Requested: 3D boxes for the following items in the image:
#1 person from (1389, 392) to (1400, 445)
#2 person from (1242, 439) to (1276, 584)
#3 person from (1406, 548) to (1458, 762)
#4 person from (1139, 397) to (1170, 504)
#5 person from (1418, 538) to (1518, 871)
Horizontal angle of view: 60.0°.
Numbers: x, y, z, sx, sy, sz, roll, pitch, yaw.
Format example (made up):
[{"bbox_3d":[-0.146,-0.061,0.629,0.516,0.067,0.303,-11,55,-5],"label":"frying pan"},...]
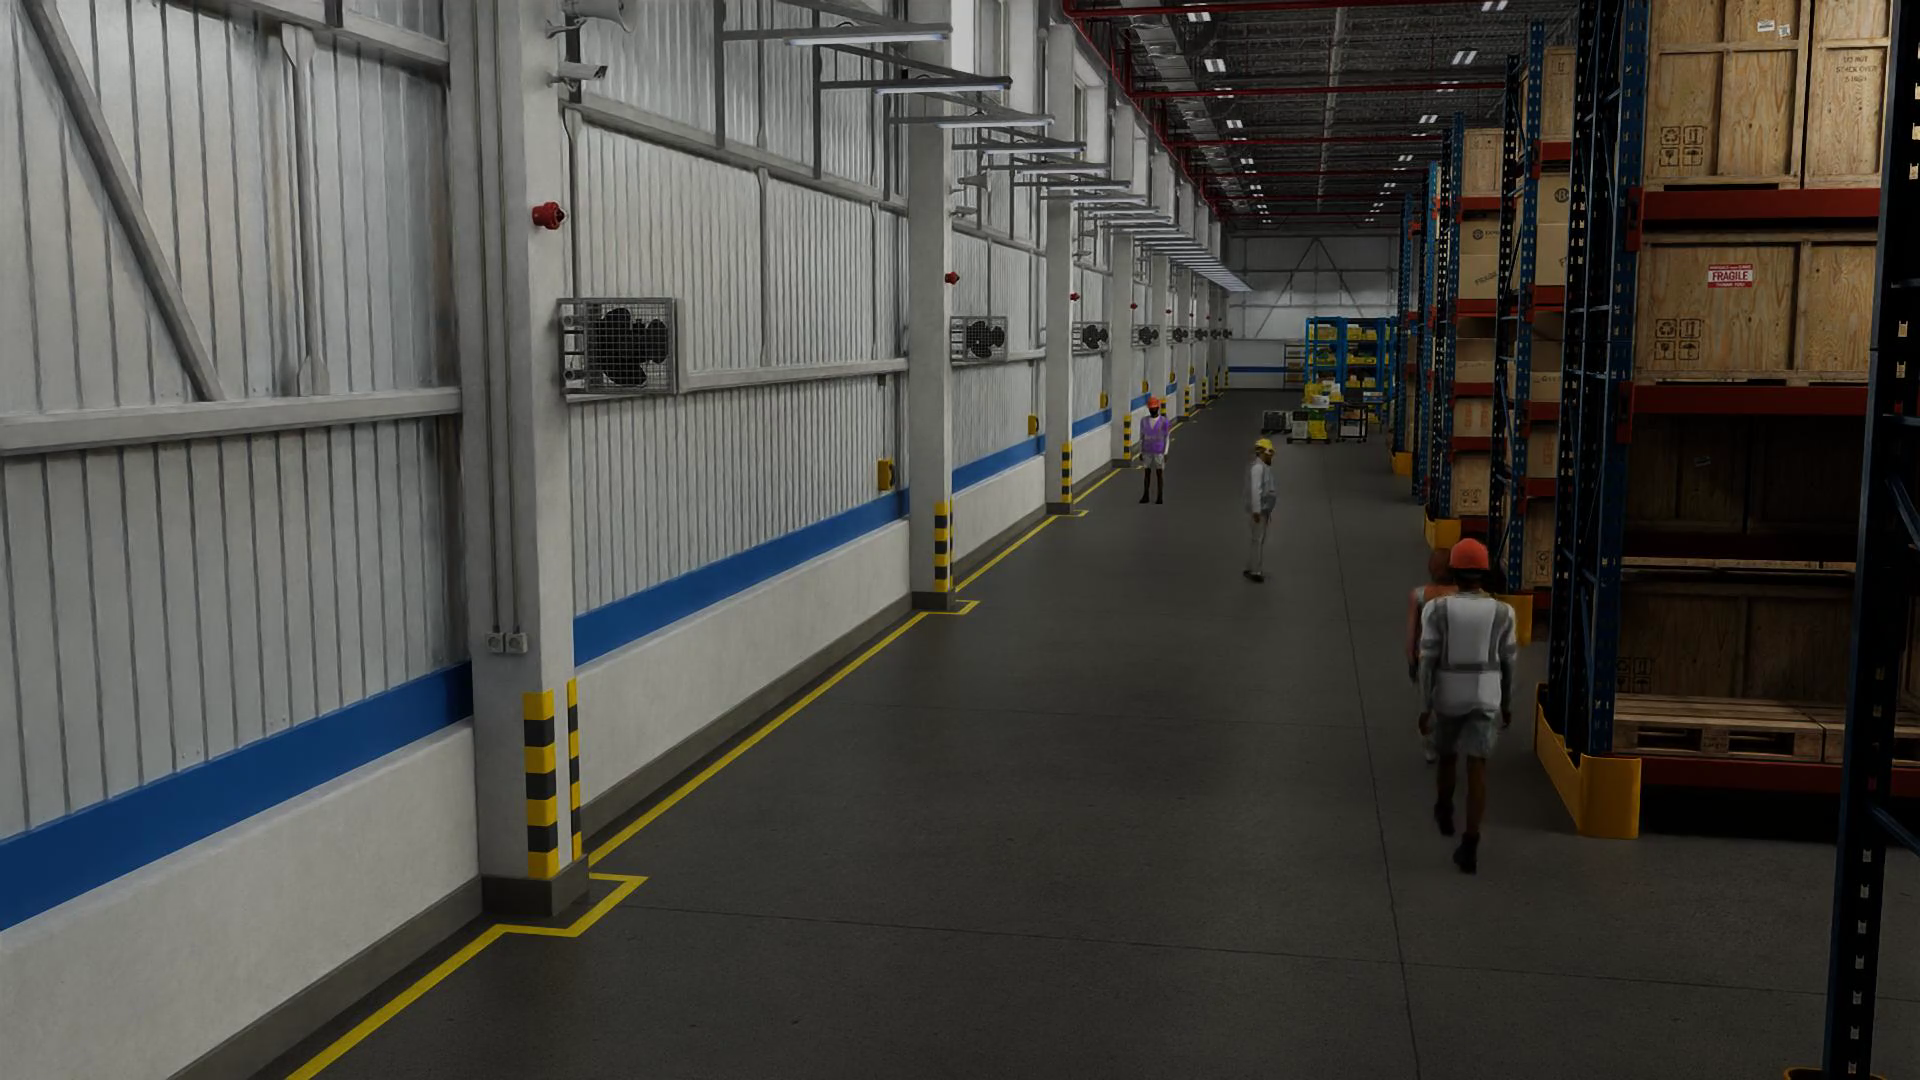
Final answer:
[{"bbox_3d":[10.458,-2.686,39.419,0.578,1.737,0.575,-5,9,-35],"label":"person"},{"bbox_3d":[3.717,-0.357,20.675,0.405,1.780,0.663,2,7,17],"label":"person"},{"bbox_3d":[3.382,0.859,11.641,0.509,1.598,0.875,2,8,19],"label":"person"},{"bbox_3d":[3.500,-1.612,30.036,0.548,1.937,0.379,3,8,23],"label":"person"},{"bbox_3d":[2.999,0.931,9.869,0.566,1.883,1.011,1,7,12],"label":"person"}]
